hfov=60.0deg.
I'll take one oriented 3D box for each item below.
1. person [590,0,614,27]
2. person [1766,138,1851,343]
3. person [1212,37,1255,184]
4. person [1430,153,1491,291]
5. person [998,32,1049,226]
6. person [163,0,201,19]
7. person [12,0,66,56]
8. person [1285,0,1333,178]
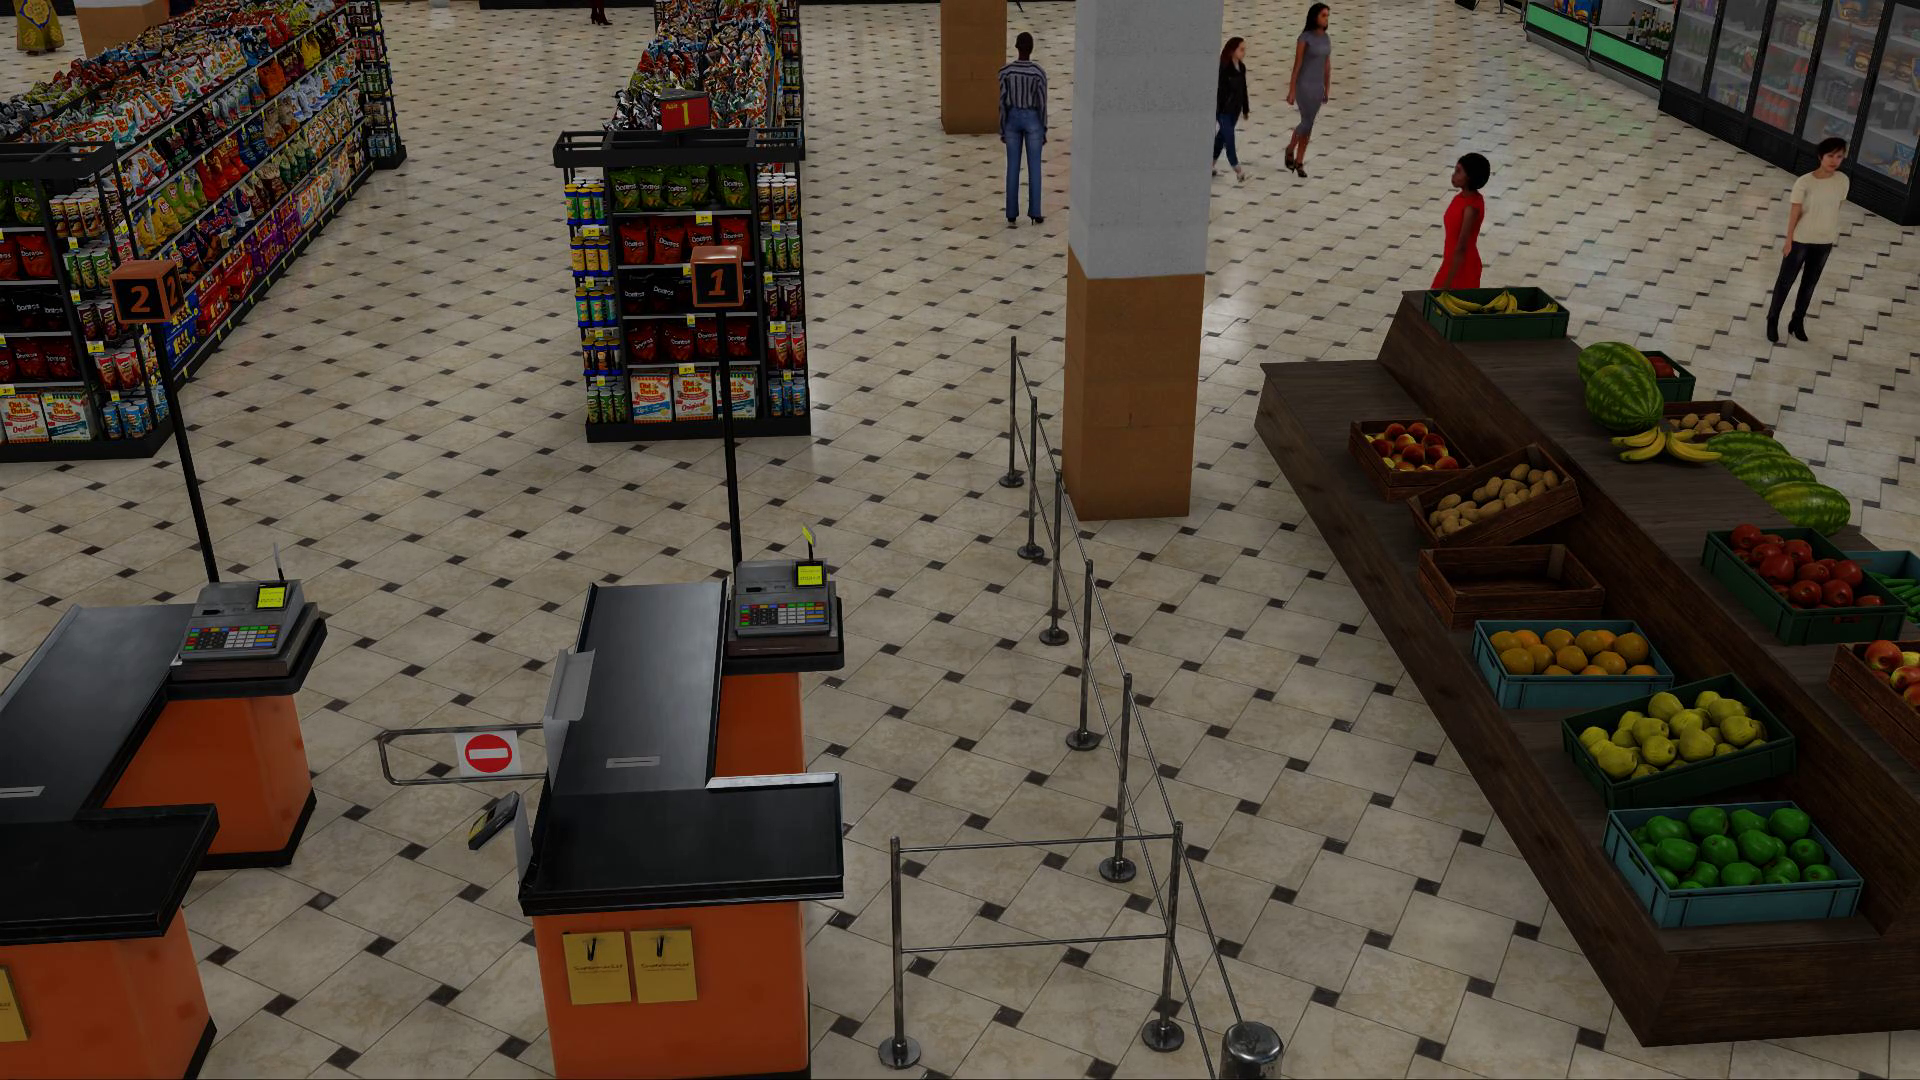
[{"bbox_3d":[-5.578,-8.777,25.450,0.723,1.712,0.615,-17,32,-30],"label":"person"},{"bbox_3d":[6.565,-2.317,12.848,0.598,1.588,0.471,-1,27,-3],"label":"person"},{"bbox_3d":[2.712,-4.438,17.183,0.916,1.451,1.001,-24,35,-39],"label":"person"},{"bbox_3d":[3.626,-1.842,11.785,0.647,1.702,1.005,-2,27,-3],"label":"person"},{"bbox_3d":[0.602,-3.864,15.669,0.680,1.796,0.632,6,27,11],"label":"person"},{"bbox_3d":[-9.932,-6.696,21.260,0.764,1.790,0.703,20,33,34],"label":"person"},{"bbox_3d":[-13.106,-7.693,23.369,1.056,1.660,0.949,13,30,25],"label":"person"},{"bbox_3d":[3.554,-4.665,17.277,0.747,1.770,0.789,-15,31,-27],"label":"person"}]
